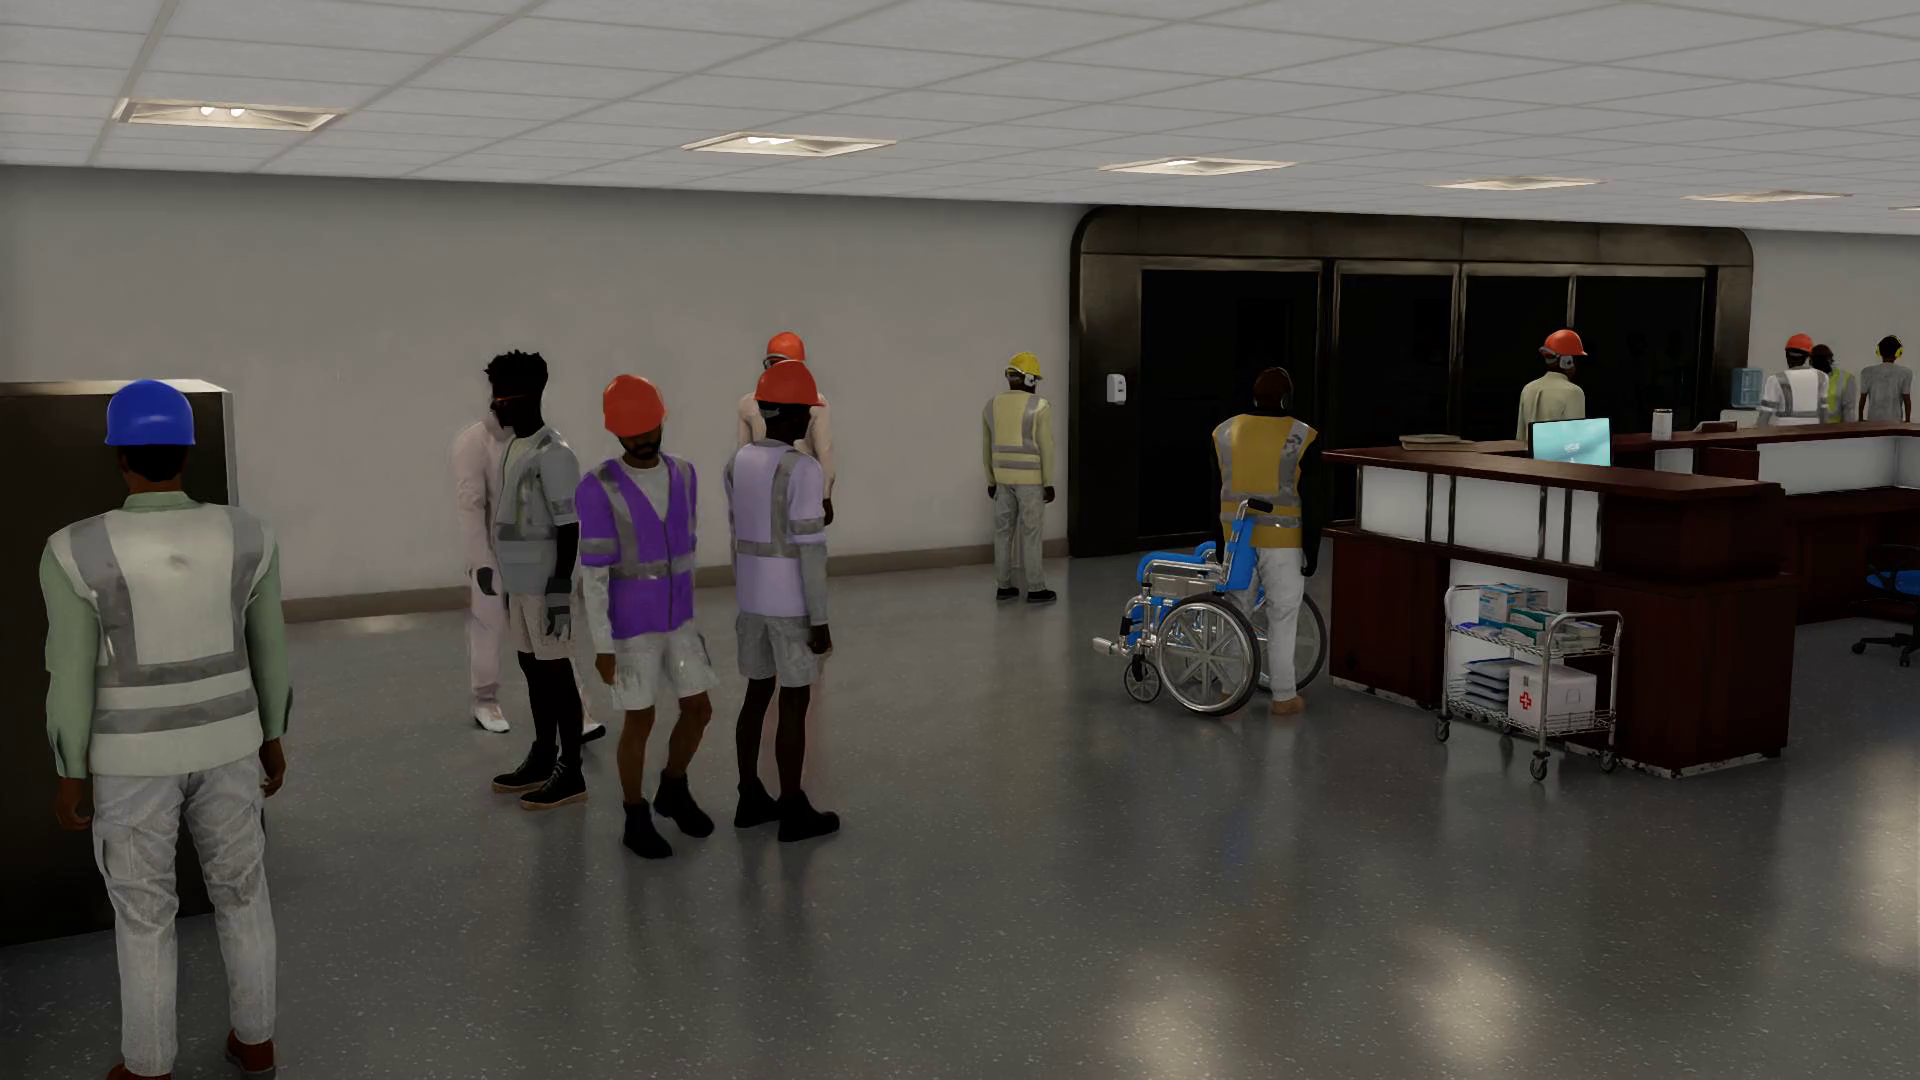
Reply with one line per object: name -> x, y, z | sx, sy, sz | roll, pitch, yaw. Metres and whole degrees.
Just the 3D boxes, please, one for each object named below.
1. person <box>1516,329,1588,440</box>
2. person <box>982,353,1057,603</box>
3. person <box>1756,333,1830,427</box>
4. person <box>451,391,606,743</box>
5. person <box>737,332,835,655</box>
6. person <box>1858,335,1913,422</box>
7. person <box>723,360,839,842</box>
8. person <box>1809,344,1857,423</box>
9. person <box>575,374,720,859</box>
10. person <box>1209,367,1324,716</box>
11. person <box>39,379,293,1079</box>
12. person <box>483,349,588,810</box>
person -> 4.157, -0.469, 11.630 | 0.395, 1.992, 0.622 | -3, 8, -20
person -> 0.449, -0.451, 12.133 | 0.588, 1.821, 0.404 | 6, 10, 36
person -> 7.568, -0.919, 15.174 | 0.650, 1.913, 0.404 | 0, 8, -1
person -> -2.147, 0.080, 8.157 | 0.642, 1.853, 1.008 | -7, 11, -41
person -> -1.061, -0.276, 10.229 | 0.610, 1.996, 0.384 | 1, 8, 11
person -> 9.592, -1.184, 17.264 | 0.515, 1.873, 0.329 | 6, 10, 38
person -> -0.709, 0.242, 6.738 | 0.546, 1.929, 0.391 | 8, 11, 44
person -> 8.719, -1.087, 16.872 | 0.631, 1.796, 0.940 | 5, 9, 31
person -> -1.197, 0.308, 6.372 | 0.479, 1.893, 0.597 | 7, 11, 42
person -> 1.617, 0.009, 8.772 | 0.625, 1.838, 0.430 | 5, 9, 31
person -> -2.095, 0.549, 4.436 | 0.615, 1.947, 0.388 | -8, 11, -44
person -> -1.824, 0.167, 7.141 | 0.365, 1.962, 0.614 | -5, 10, -34
